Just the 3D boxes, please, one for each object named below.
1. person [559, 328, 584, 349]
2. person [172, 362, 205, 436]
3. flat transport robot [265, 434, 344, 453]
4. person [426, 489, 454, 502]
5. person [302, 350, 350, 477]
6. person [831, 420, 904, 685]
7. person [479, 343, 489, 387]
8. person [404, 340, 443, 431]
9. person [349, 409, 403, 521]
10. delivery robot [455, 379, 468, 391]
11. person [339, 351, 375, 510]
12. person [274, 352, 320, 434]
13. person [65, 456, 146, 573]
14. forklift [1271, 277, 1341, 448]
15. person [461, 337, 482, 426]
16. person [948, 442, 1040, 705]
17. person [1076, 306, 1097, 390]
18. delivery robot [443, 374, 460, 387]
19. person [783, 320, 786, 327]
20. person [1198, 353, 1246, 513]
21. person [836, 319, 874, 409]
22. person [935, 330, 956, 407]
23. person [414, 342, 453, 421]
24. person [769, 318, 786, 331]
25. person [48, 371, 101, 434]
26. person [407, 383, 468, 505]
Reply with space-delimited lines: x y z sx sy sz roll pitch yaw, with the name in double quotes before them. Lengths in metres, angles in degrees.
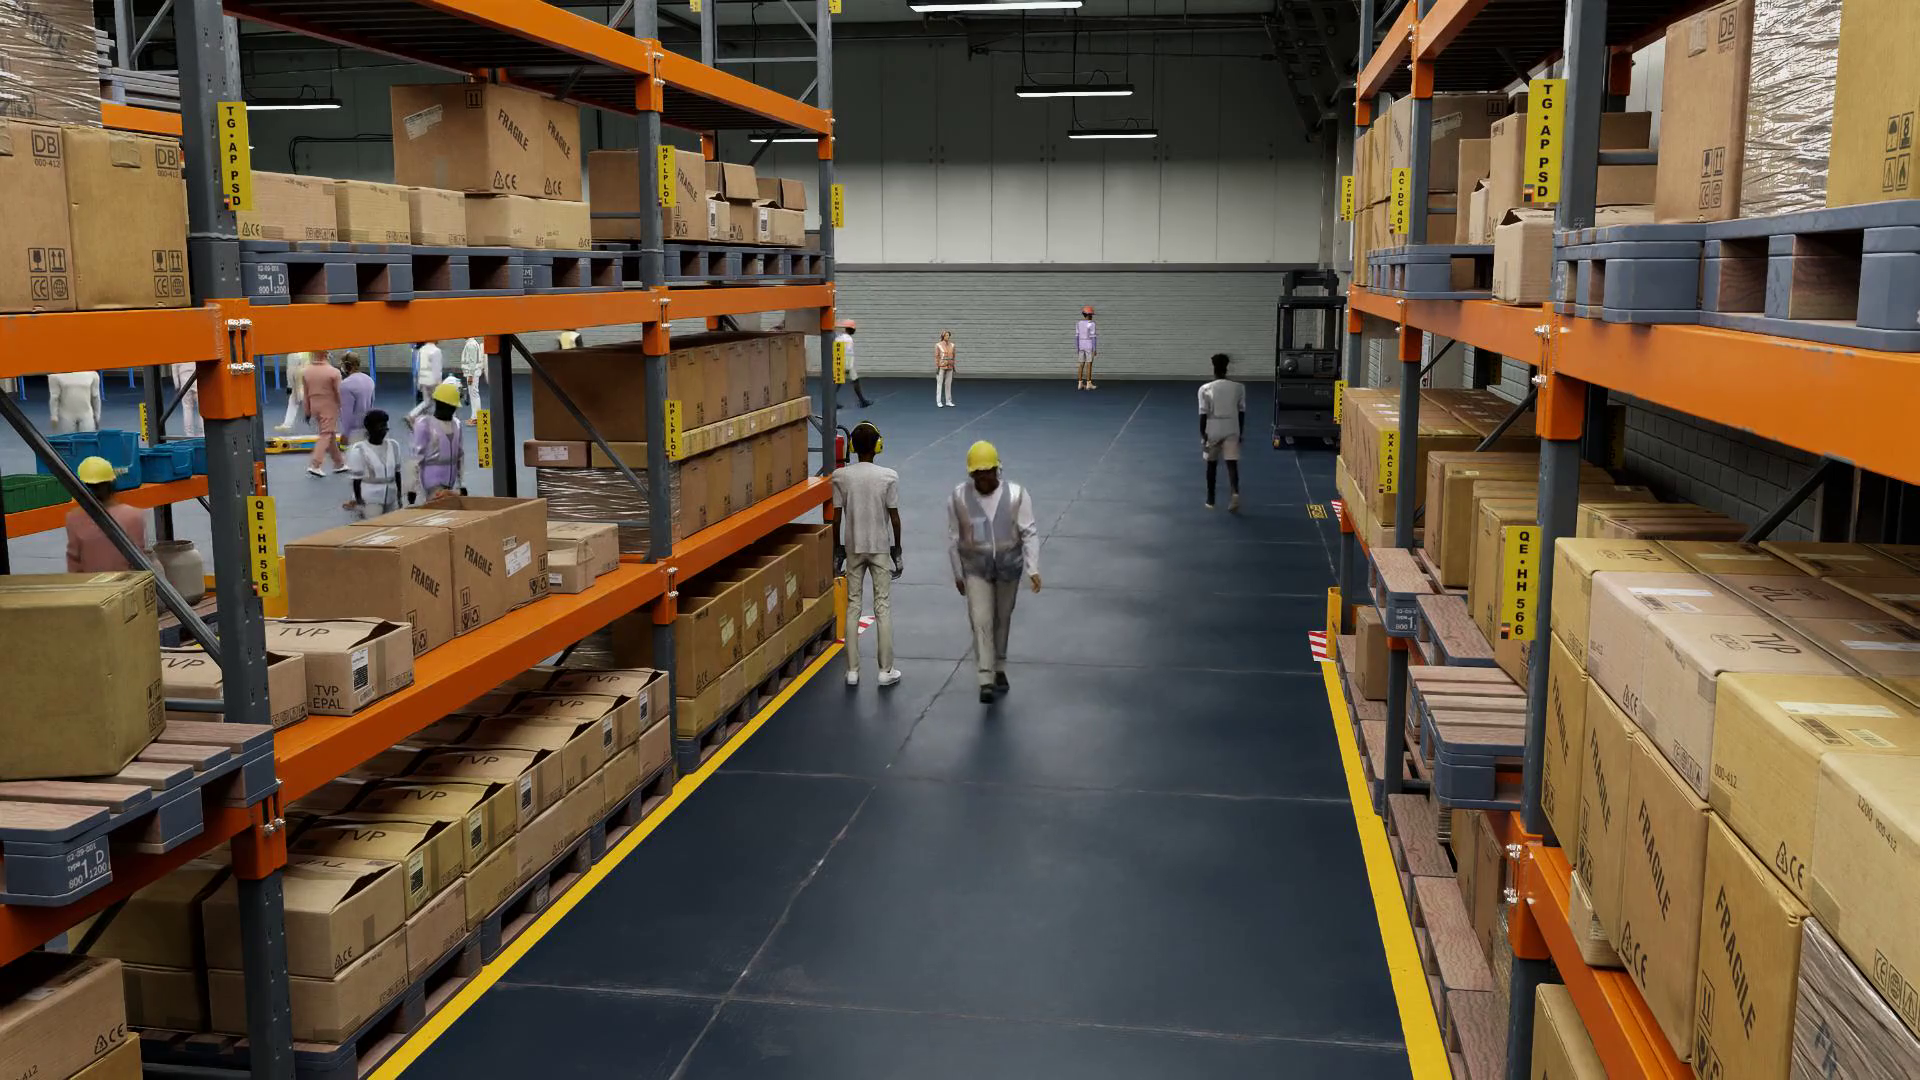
"person" -8.703 -4.027 37.418 0.630 1.805 0.929 7 12 37
"person" -13.313 -2.705 28.918 0.651 1.904 0.403 -2 9 -10
"flat transport robot" -10.621 -1.587 27.181 1.431 0.197 0.652 -5 11 -31
"person" -3.084 0.498 10.014 0.522 1.617 0.352 1 9 7
"person" -9.078 -1.850 23.794 0.658 1.865 0.976 4 10 21
"person" -0.652 0.092 11.765 0.514 1.876 0.328 1 9 7
"person" -10.339 -3.820 36.710 0.505 1.608 0.754 0 9 0
"person" -9.530 -2.836 29.704 0.625 1.923 0.729 8 12 41
"person" -5.381 -0.374 15.270 0.518 1.675 0.543 7 11 36
"delivery robot" -11.006 -3.409 36.456 0.335 0.223 0.698 -1 9 -6
"person" -7.434 -1.354 20.483 0.372 1.940 0.632 2 9 10
"person" -11.838 -2.811 29.948 1.028 1.791 0.633 -1 9 -9
"person" -5.475 0.323 10.724 0.526 1.754 0.418 0 9 1
"forklift" 5.847 -3.016 27.970 1.129 2.768 1.873 1 9 9
"person" -9.244 -3.138 31.457 0.390 1.948 0.607 -3 10 -17
"person" 0.226 0.214 11.316 0.603 1.757 0.952 -1 9 -5
"person" 3.142 -4.740 41.049 0.386 2.039 0.615 -9 13 -44
"delivery robot" -11.747 -3.597 38.414 0.477 0.478 0.707 -2 9 -12
"person" -4.331 -4.668 41.662 0.532 1.697 0.319 -2 9 -11
"person" 3.192 -1.306 20.214 0.604 1.939 0.927 0 9 -1
"person" -2.342 -3.725 35.271 0.988 1.885 0.564 -5 10 -27
"person" -0.318 -3.682 35.747 0.518 1.645 0.307 -6 11 -34
"person" -10.355 -3.152 32.468 0.851 1.647 0.609 -8 12 -39
"person" -3.517 -3.463 33.306 0.779 2.000 0.714 -7 11 -36
"person" -11.910 -1.662 22.418 0.636 1.925 0.606 -7 12 -37
"person" -5.024 -0.569 15.886 0.942 1.870 0.620 4 10 21
